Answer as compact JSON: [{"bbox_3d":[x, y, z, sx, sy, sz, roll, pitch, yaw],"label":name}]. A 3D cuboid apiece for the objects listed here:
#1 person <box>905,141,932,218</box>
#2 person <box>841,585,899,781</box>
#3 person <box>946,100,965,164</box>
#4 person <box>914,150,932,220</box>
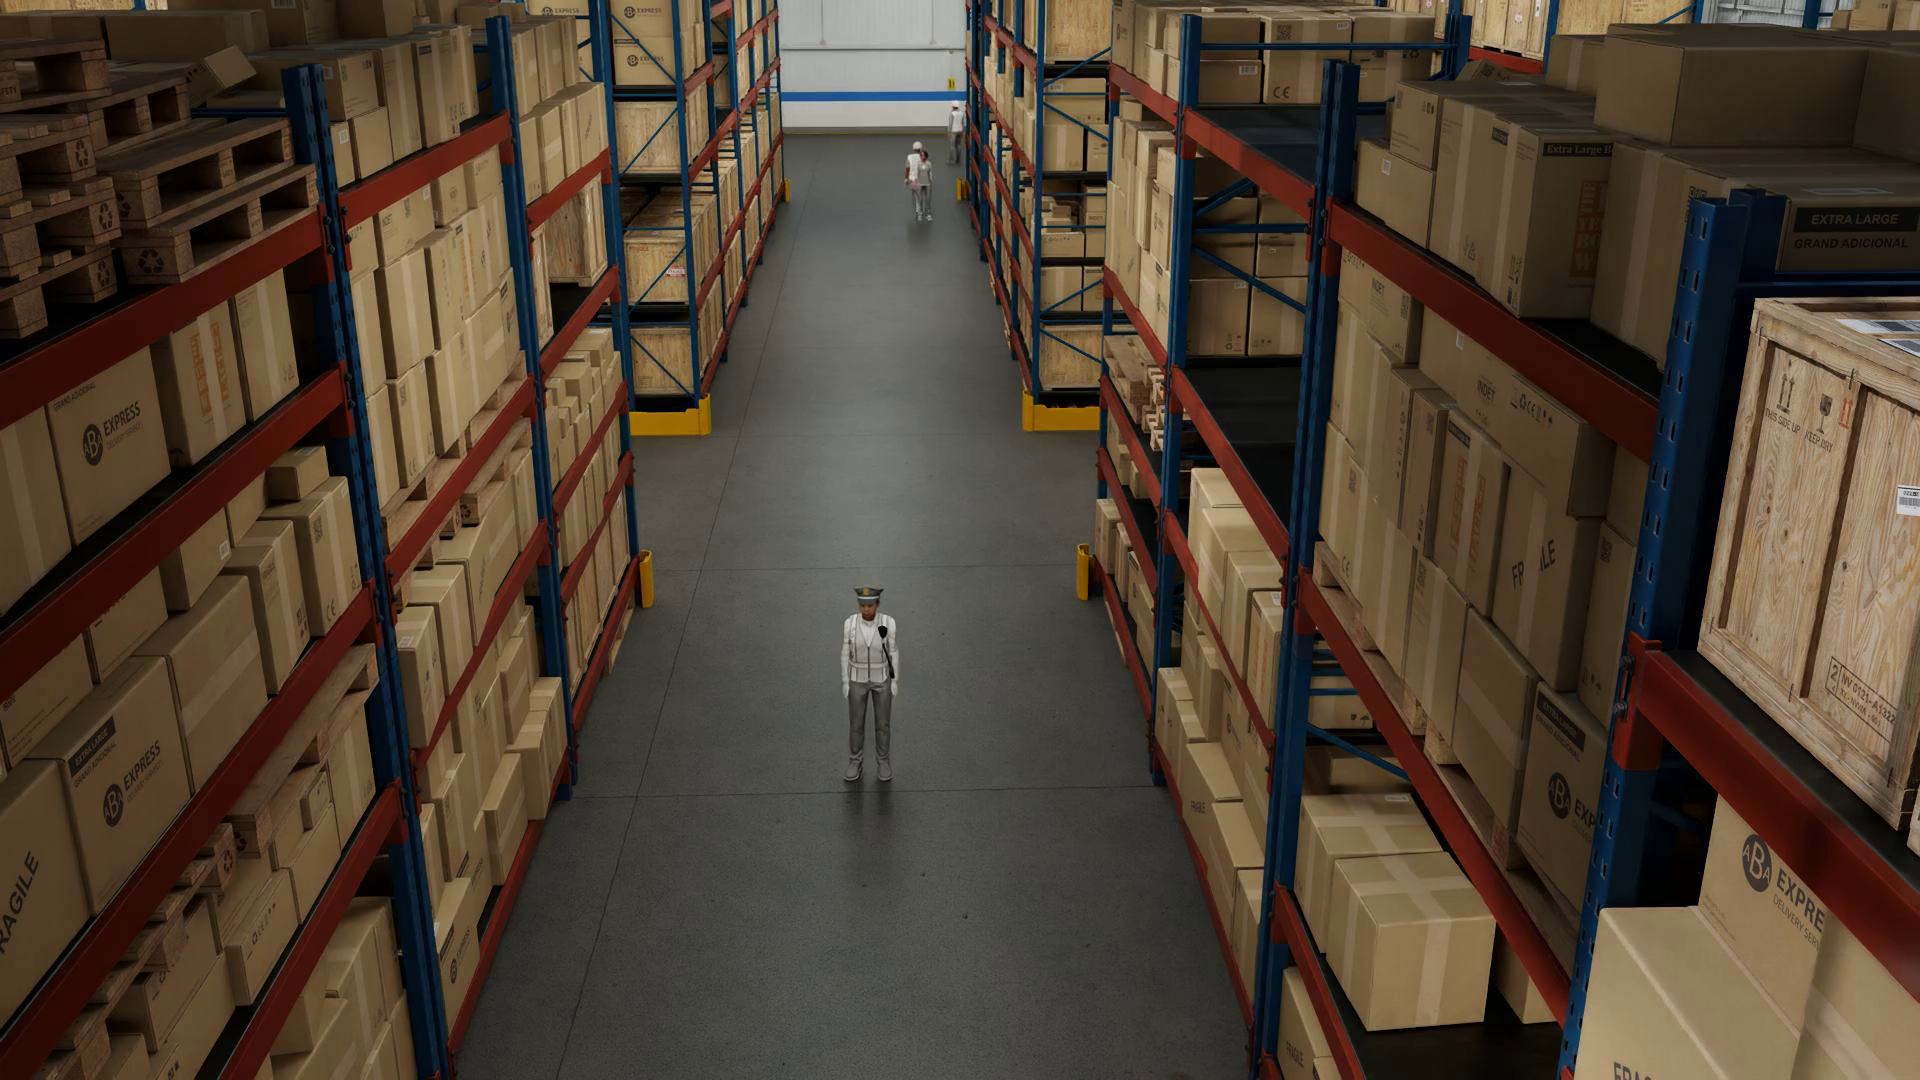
[{"bbox_3d":[-0.983,-8.535,39.345,0.606,1.755,0.993,2,21,5],"label":"person"},{"bbox_3d":[-0.731,1.148,13.530,0.466,1.691,0.334,0,20,-1],"label":"person"},{"bbox_3d":[-0.155,-11.831,48.188,0.533,1.774,0.395,-15,25,-35],"label":"person"},{"bbox_3d":[-0.858,-8.306,38.938,0.413,1.599,0.308,-2,21,-5],"label":"person"}]
